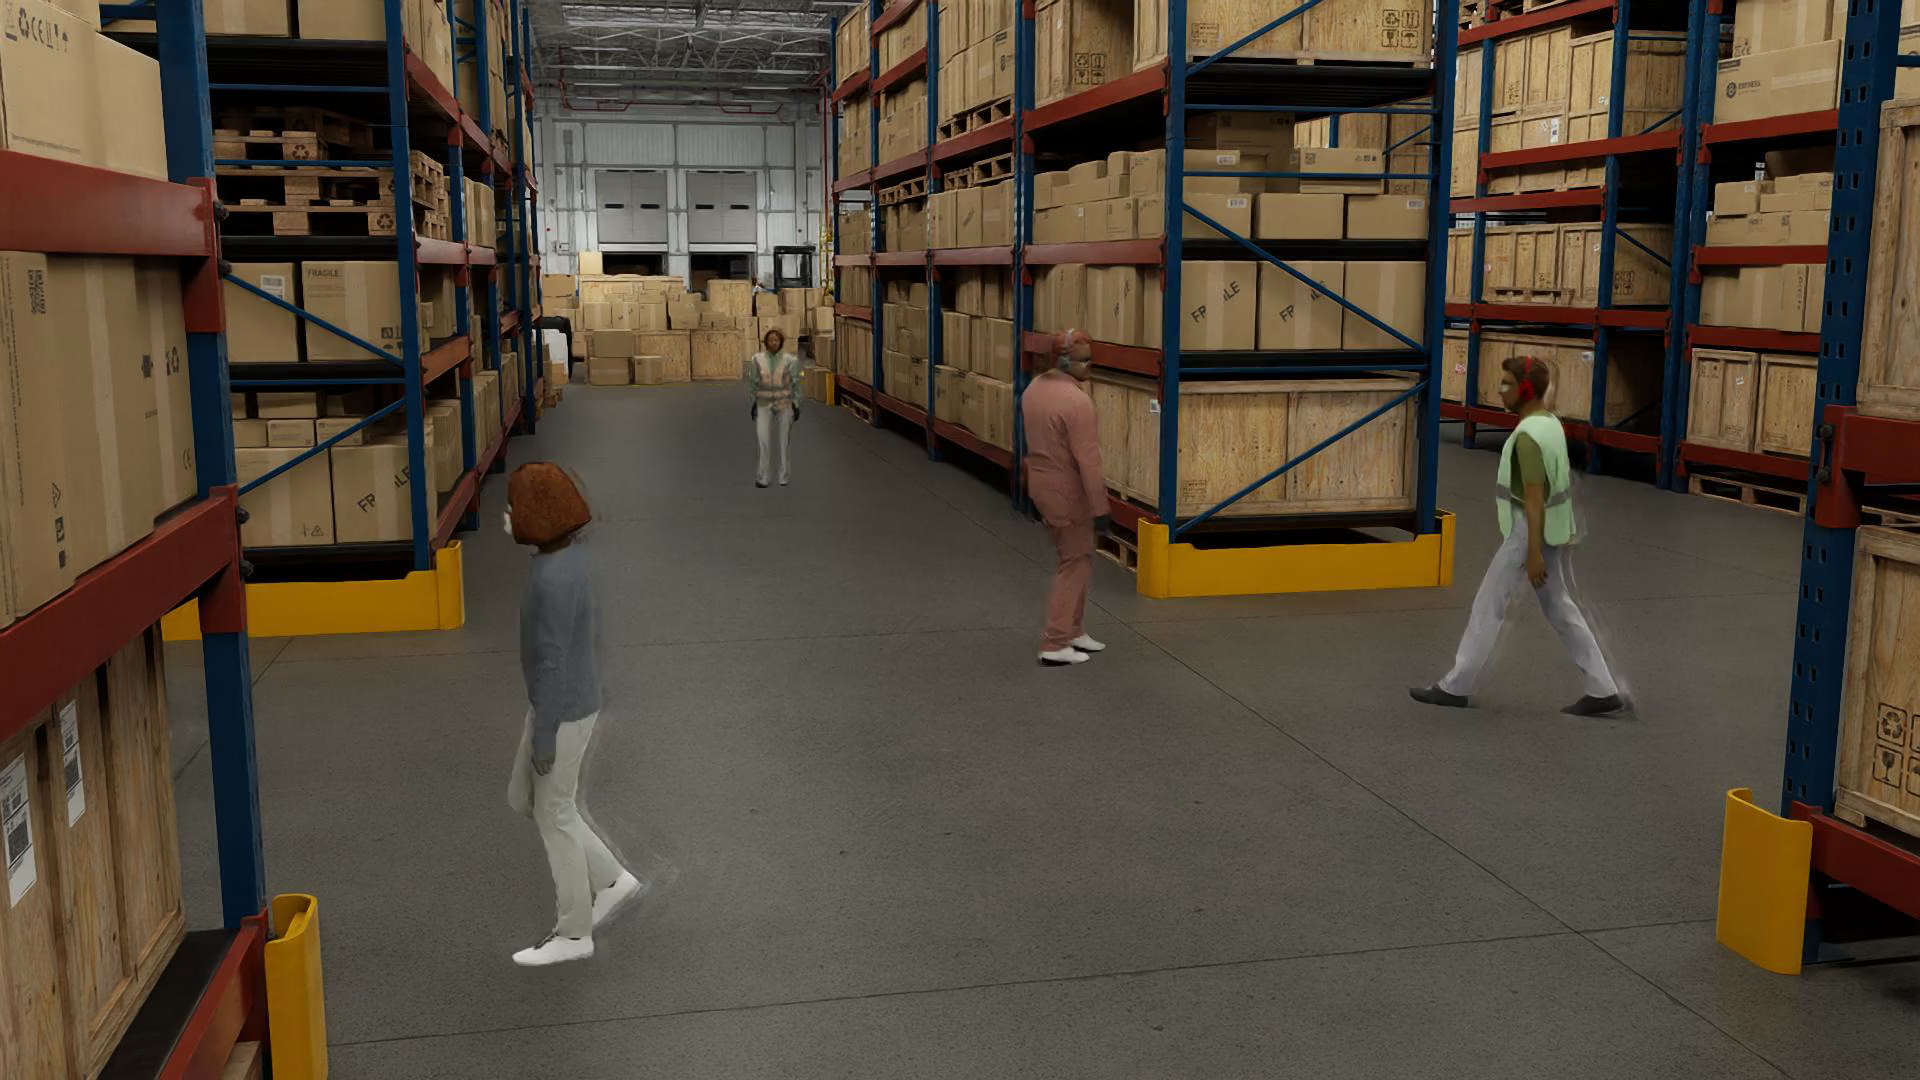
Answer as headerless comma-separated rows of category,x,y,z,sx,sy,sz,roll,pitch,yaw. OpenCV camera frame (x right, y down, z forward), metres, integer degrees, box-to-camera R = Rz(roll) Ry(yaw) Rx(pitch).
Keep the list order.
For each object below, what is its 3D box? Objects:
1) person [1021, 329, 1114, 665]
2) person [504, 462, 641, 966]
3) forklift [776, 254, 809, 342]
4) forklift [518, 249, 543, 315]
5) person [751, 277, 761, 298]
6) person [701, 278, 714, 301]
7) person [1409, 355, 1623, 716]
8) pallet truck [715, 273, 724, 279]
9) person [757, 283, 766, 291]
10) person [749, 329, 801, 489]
person,0.691,-0.235,9.288,0.628,1.874,0.674,-4,10,-23
person,-1.290,0.553,5.277,0.364,1.617,0.518,-2,10,-12
forklift,-4.821,-7.011,47.557,1.129,2.768,1.873,-3,10,-15
forklift,-14.410,-8.377,55.886,1.873,2.768,1.129,3,10,19
person,-7.406,-8.523,59.844,0.585,1.866,0.465,9,13,43
person,-7.770,-7.226,51.815,0.640,1.920,0.833,-4,10,-25
person,2.819,-0.011,8.213,1.007,1.795,0.581,5,11,29
pallet truck,-8.580,-8.986,62.280,1.885,1.965,0.823,1,9,5
person,-7.763,-9.303,65.364,0.522,1.613,0.719,7,12,38
person,-1.860,-1.311,16.706,0.537,1.594,0.834,0,9,1
